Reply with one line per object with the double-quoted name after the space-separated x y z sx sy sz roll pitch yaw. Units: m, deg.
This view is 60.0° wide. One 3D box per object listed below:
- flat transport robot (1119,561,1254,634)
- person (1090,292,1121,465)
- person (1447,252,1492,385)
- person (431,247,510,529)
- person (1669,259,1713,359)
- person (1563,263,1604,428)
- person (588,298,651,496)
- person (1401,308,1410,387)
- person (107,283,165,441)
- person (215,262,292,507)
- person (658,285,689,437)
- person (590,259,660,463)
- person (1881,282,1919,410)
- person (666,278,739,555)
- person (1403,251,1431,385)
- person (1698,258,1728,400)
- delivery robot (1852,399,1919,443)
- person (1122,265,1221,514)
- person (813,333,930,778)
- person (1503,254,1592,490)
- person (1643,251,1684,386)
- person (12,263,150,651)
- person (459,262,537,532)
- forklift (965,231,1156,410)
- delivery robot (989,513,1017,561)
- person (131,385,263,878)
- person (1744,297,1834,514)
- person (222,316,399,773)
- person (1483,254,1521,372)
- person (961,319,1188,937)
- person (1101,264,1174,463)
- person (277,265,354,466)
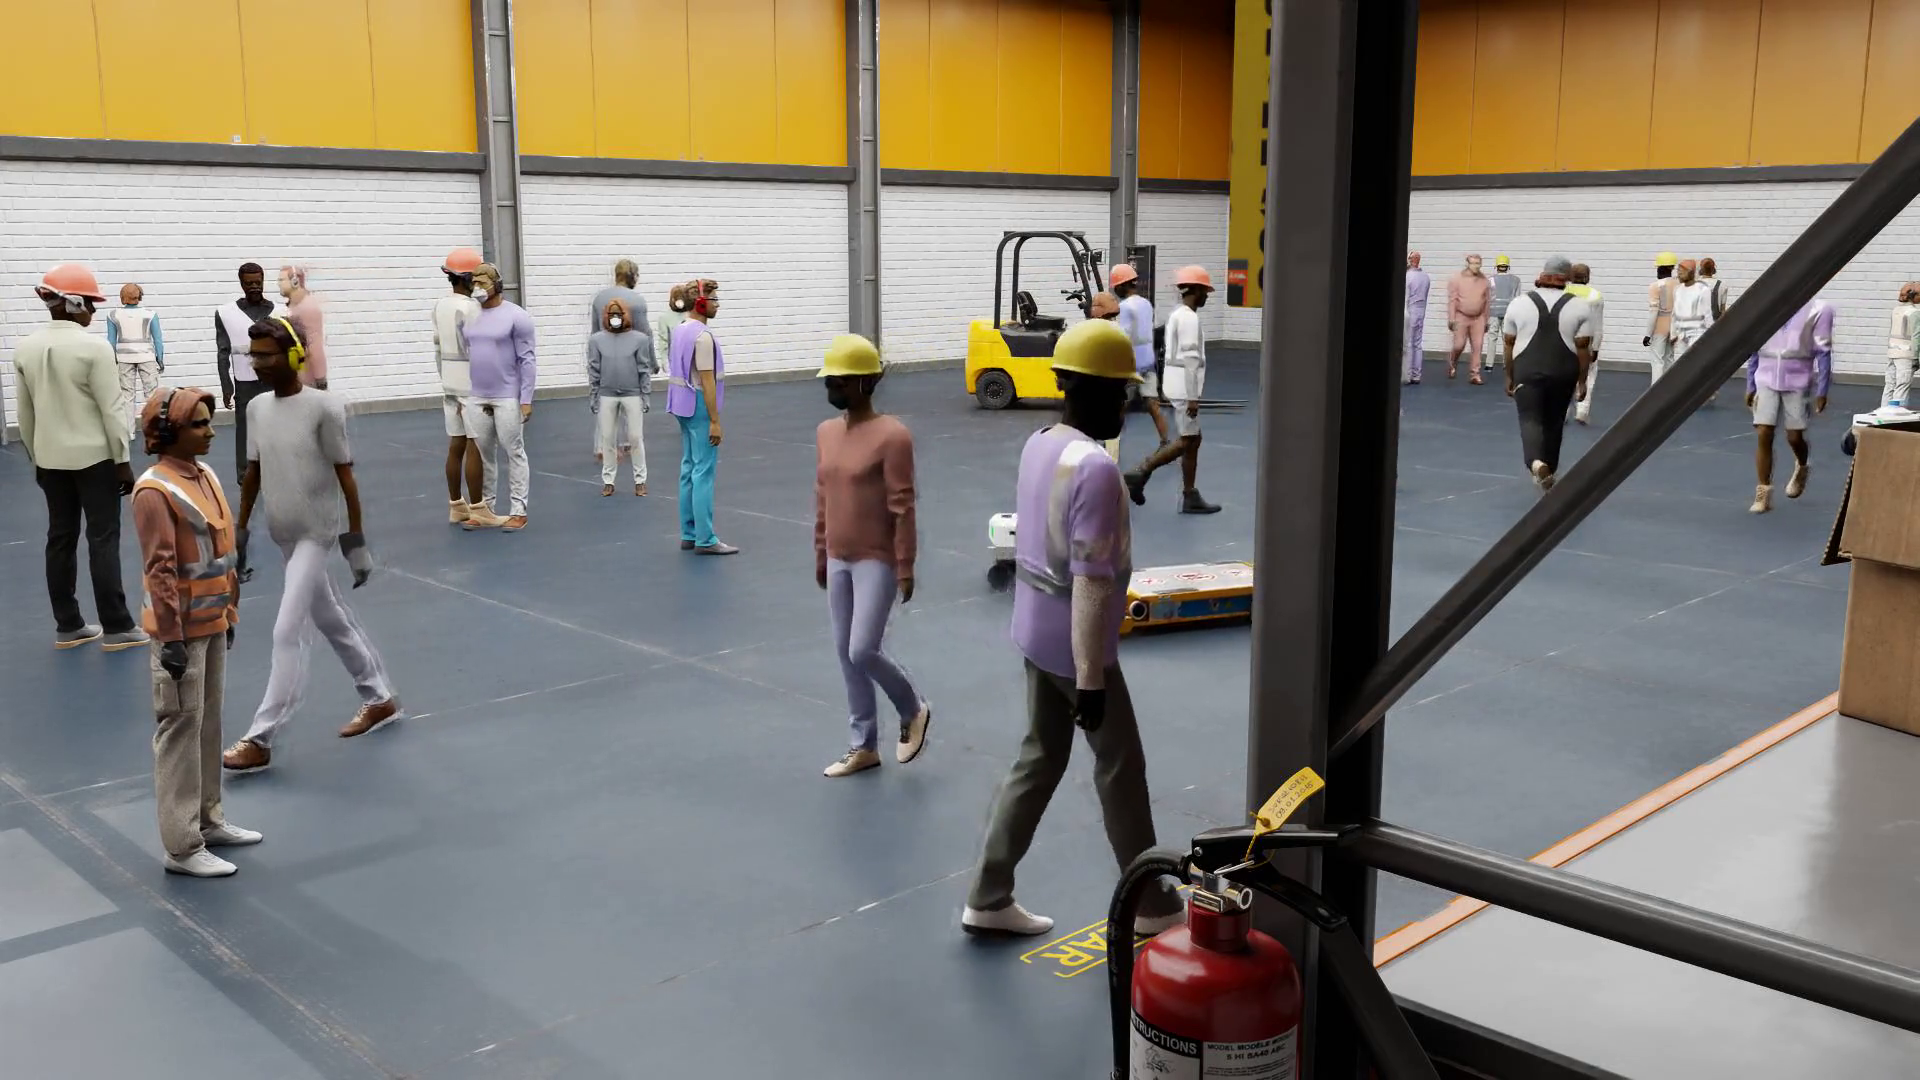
1.250 0.305 9.308 1.431 0.197 0.652 -4 11 -23 "flat transport robot"
1.297 -1.400 14.889 0.271 1.632 0.509 2 11 12 "person"
7.302 -3.180 23.898 0.677 1.889 0.617 0 10 -2 "person"
-3.580 -1.101 12.138 0.605 2.045 0.381 10 14 43 "person"
9.002 -2.496 20.284 0.740 1.860 0.616 -4 11 -22 "person"
6.819 -2.153 18.471 0.631 1.830 0.488 6 12 31 "person"
-2.781 -1.163 13.622 0.502 1.627 0.276 0 10 -3 "person"
3.477 -1.341 13.775 0.415 1.922 0.639 -2 11 -10 "person"
-8.543 -1.838 17.265 0.525 1.639 0.307 -3 11 -16 "person"
-5.560 -1.230 13.188 0.592 1.919 0.392 -8 13 -37 "person"
-2.907 -1.854 17.442 0.505 1.603 0.739 0 10 -2 "person"
-3.135 -1.693 15.740 0.640 1.898 0.863 9 14 42 "person"
10.084 -1.931 17.779 0.313 1.637 0.513 0 10 2 "person"
-1.752 -0.819 11.138 0.385 1.845 0.566 -6 12 -28 "person"
6.412 -3.161 23.748 0.646 1.908 0.408 -10 14 -43 "person"
9.626 -2.716 21.501 0.506 1.841 0.345 0 10 -2 "person"
8.951 -1.108 15.983 0.707 0.478 0.477 -4 11 -20 "delivery robot"
1.639 -1.136 12.699 0.683 1.911 0.583 0 10 2 "person"
-0.384 0.076 6.495 0.542 1.757 0.404 10 14 44 "person"
4.860 -1.409 13.828 0.700 2.000 0.845 3 11 17 "person"
8.756 -2.619 20.730 0.587 1.930 0.360 -6 12 -30 "person"
-4.514 -0.416 8.557 0.608 1.988 0.392 3 11 15 "person"
-3.346 -1.021 11.993 0.629 1.940 0.376 3 11 17 "person"
1.222 -2.721 20.561 2.313 2.155 1.214 2 11 13 "forklift"
0.537 -0.034 10.130 0.707 0.478 0.477 2 11 10 "delivery robot"
-2.582 0.301 5.595 0.308 1.639 0.524 -1 10 -6 "person"
6.424 -1.221 12.889 0.614 2.026 0.802 9 14 42 "person"
-2.708 -0.002 6.791 0.565 1.812 0.986 6 12 29 "person"
8.423 -3.526 25.936 0.590 1.833 0.404 1 10 4 "person"
0.375 0.289 4.976 0.818 1.892 0.607 -3 11 -18 "person"
1.640 -1.645 15.613 0.992 1.865 0.557 9 14 42 "person"
-6.027 -1.540 15.038 1.005 1.852 0.651 -5 12 -26 "person"
